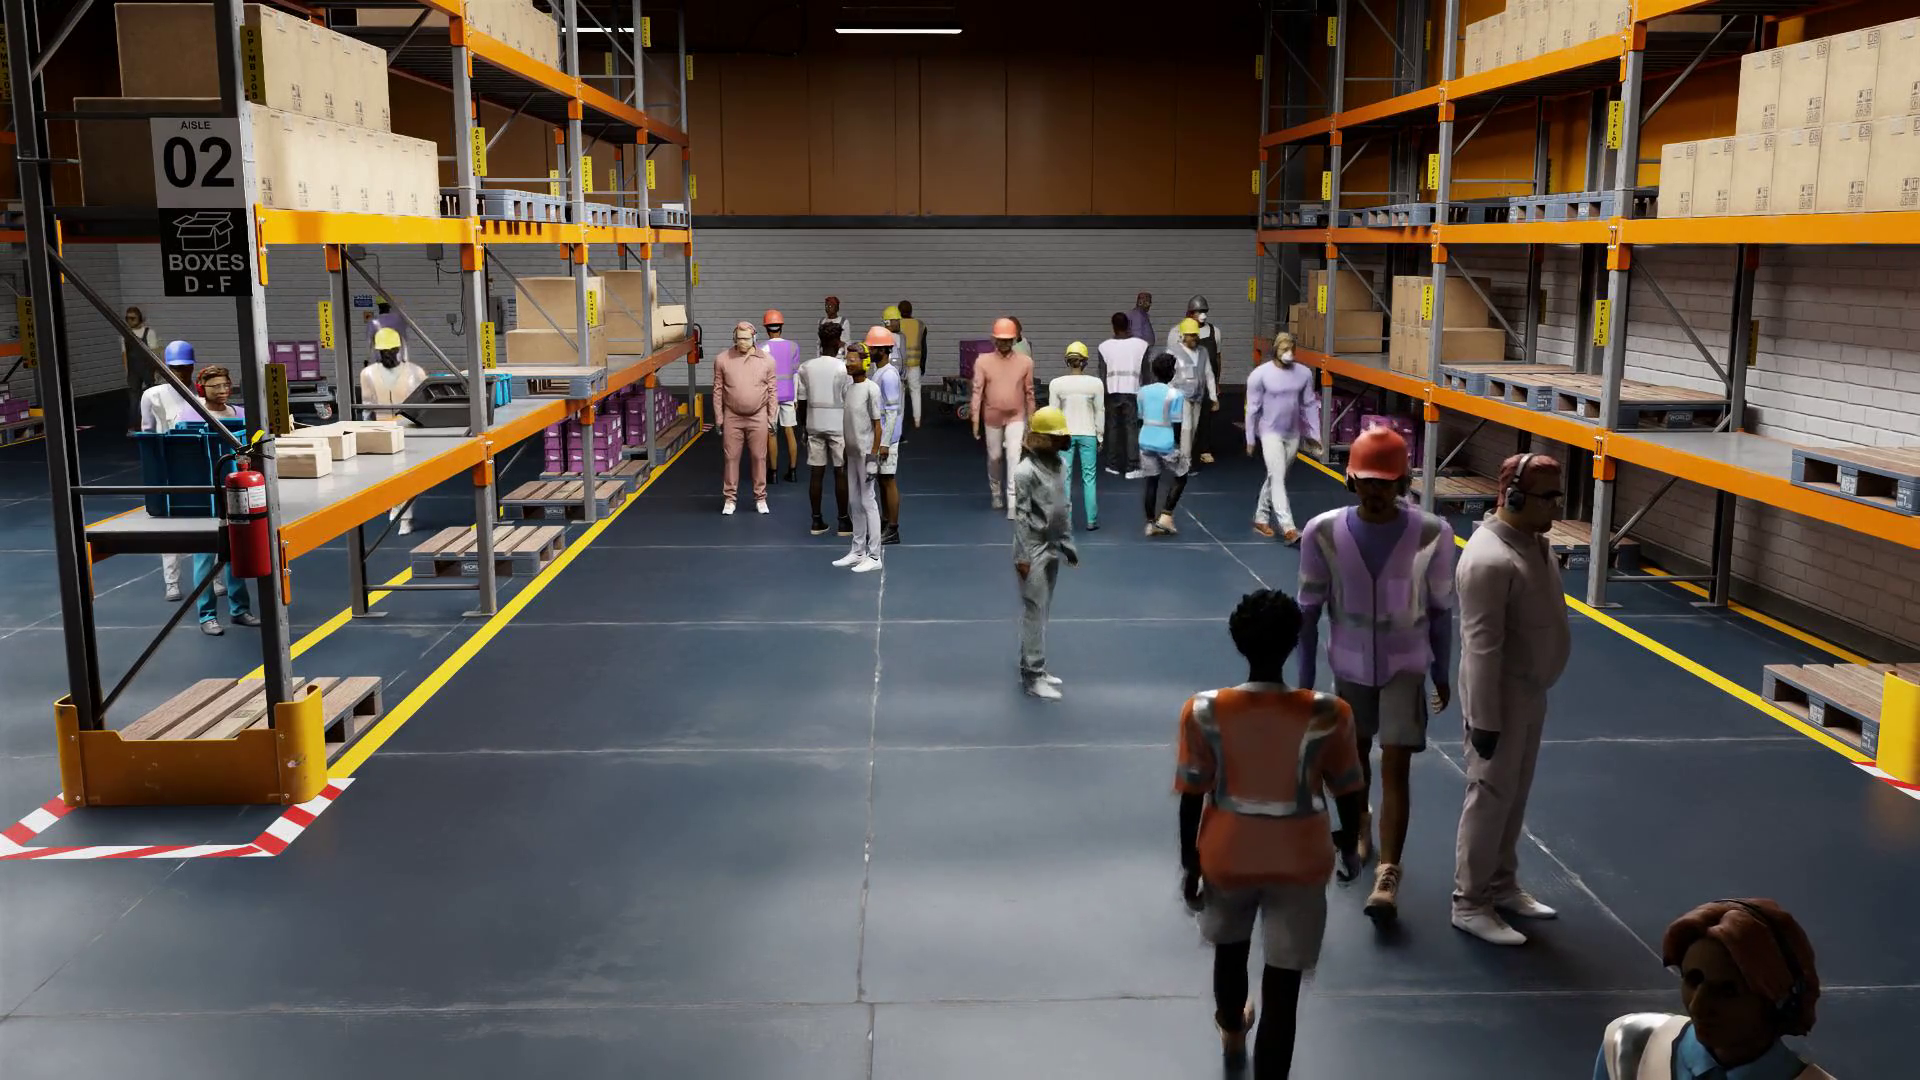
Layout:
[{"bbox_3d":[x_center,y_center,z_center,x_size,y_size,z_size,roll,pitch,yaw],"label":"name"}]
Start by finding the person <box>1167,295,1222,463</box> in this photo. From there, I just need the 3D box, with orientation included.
[{"bbox_3d":[2.870,-1.944,20.177,0.683,2.000,0.537,-2,10,-10],"label":"person"}]

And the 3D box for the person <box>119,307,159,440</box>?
[{"bbox_3d":[-11.198,-2.280,22.748,0.536,1.801,0.959,-1,10,-8],"label":"person"}]

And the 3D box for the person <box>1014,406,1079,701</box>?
[{"bbox_3d":[0.515,0.070,9.869,0.530,1.724,0.497,6,12,32],"label":"person"}]

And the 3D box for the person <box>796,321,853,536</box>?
[{"bbox_3d":[-1.194,-1.016,15.212,0.608,1.966,0.371,4,11,23],"label":"person"}]

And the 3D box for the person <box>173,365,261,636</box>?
[{"bbox_3d":[-5.102,-0.284,11.468,0.389,1.847,0.563,7,12,33],"label":"person"}]

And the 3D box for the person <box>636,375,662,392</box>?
[{"bbox_3d":[-4.575,-2.565,24.791,0.634,1.615,0.539,-5,11,-27],"label":"person"}]

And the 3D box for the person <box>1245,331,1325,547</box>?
[{"bbox_3d":[2.895,-0.902,14.806,0.652,1.881,1.019,-4,11,-22],"label":"person"}]

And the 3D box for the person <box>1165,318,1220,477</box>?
[{"bbox_3d":[2.667,-1.625,19.026,0.622,1.813,0.561,-7,12,-32],"label":"person"}]

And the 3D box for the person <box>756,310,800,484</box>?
[{"bbox_3d":[-2.042,-1.583,18.476,0.542,1.930,0.374,-6,12,-31],"label":"person"}]

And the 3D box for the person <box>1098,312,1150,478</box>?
[{"bbox_3d":[1.877,-1.655,19.069,0.610,1.880,0.697,0,10,2],"label":"person"}]

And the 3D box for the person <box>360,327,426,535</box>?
[{"bbox_3d":[-5.192,-1.012,15.359,0.596,1.912,0.567,-1,10,-5],"label":"person"}]

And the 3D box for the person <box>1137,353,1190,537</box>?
[{"bbox_3d":[1.834,-0.854,15.097,0.538,1.688,0.369,9,14,42],"label":"person"}]

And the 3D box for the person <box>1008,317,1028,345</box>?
[{"bbox_3d":[0.741,-2.335,23.487,0.504,1.631,0.279,8,13,38],"label":"person"}]

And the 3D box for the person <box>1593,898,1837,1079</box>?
[{"bbox_3d":[1.255,1.378,2.787,0.308,1.641,0.515,-8,13,-38],"label":"person"}]

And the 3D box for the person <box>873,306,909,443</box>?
[{"bbox_3d":[-0.901,-2.173,22.033,0.404,1.829,0.602,9,14,41],"label":"person"}]

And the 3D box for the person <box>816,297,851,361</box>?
[{"bbox_3d":[-1.865,-2.612,24.341,0.575,1.882,0.355,6,12,28],"label":"person"}]

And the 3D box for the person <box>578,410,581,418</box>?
[{"bbox_3d":[-5.339,-2.377,22.713,0.610,1.996,0.384,-5,11,-25],"label":"person"}]

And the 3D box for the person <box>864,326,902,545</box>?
[{"bbox_3d":[-0.702,-0.923,14.776,0.354,1.939,0.544,-2,10,-13],"label":"person"}]

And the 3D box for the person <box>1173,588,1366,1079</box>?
[{"bbox_3d":[0.943,0.962,5.062,0.551,1.653,0.873,4,11,19],"label":"person"}]

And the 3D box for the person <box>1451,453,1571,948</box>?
[{"bbox_3d":[2.123,0.603,6.401,0.403,1.897,0.654,7,12,33],"label":"person"}]

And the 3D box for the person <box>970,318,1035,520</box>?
[{"bbox_3d":[0.421,-1.222,16.419,0.636,1.954,1.002,0,10,0],"label":"person"}]

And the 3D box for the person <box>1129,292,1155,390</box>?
[{"bbox_3d":[2.817,-2.879,25.780,0.404,1.902,0.636,1,10,8],"label":"person"}]

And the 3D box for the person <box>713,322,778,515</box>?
[{"bbox_3d":[-2.109,-1.191,16.378,0.639,1.902,0.407,-2,10,-9],"label":"person"}]

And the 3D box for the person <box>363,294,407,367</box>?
[{"bbox_3d":[-8.818,-2.813,25.442,0.857,1.894,0.593,10,14,44],"label":"person"}]

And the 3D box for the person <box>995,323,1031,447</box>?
[{"bbox_3d":[0.679,-2.022,21.777,0.508,1.623,0.309,-3,11,-14],"label":"person"}]

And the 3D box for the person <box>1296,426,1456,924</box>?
[{"bbox_3d":[1.672,0.508,6.763,0.620,1.958,1.120,3,11,19],"label":"person"}]

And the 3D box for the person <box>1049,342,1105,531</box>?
[{"bbox_3d":[1.085,-0.955,15.458,0.524,1.759,0.328,1,10,6],"label":"person"}]

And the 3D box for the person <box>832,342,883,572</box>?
[{"bbox_3d":[-0.828,-0.678,13.588,0.323,1.876,0.528,-7,12,-32],"label":"person"}]

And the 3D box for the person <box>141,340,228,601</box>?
[{"bbox_3d":[-5.817,-0.525,12.527,0.602,1.949,0.391,-7,12,-33],"label":"person"}]

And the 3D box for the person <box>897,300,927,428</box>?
[{"bbox_3d":[-0.789,-2.536,24.032,0.633,1.841,0.429,-4,11,-22],"label":"person"}]
